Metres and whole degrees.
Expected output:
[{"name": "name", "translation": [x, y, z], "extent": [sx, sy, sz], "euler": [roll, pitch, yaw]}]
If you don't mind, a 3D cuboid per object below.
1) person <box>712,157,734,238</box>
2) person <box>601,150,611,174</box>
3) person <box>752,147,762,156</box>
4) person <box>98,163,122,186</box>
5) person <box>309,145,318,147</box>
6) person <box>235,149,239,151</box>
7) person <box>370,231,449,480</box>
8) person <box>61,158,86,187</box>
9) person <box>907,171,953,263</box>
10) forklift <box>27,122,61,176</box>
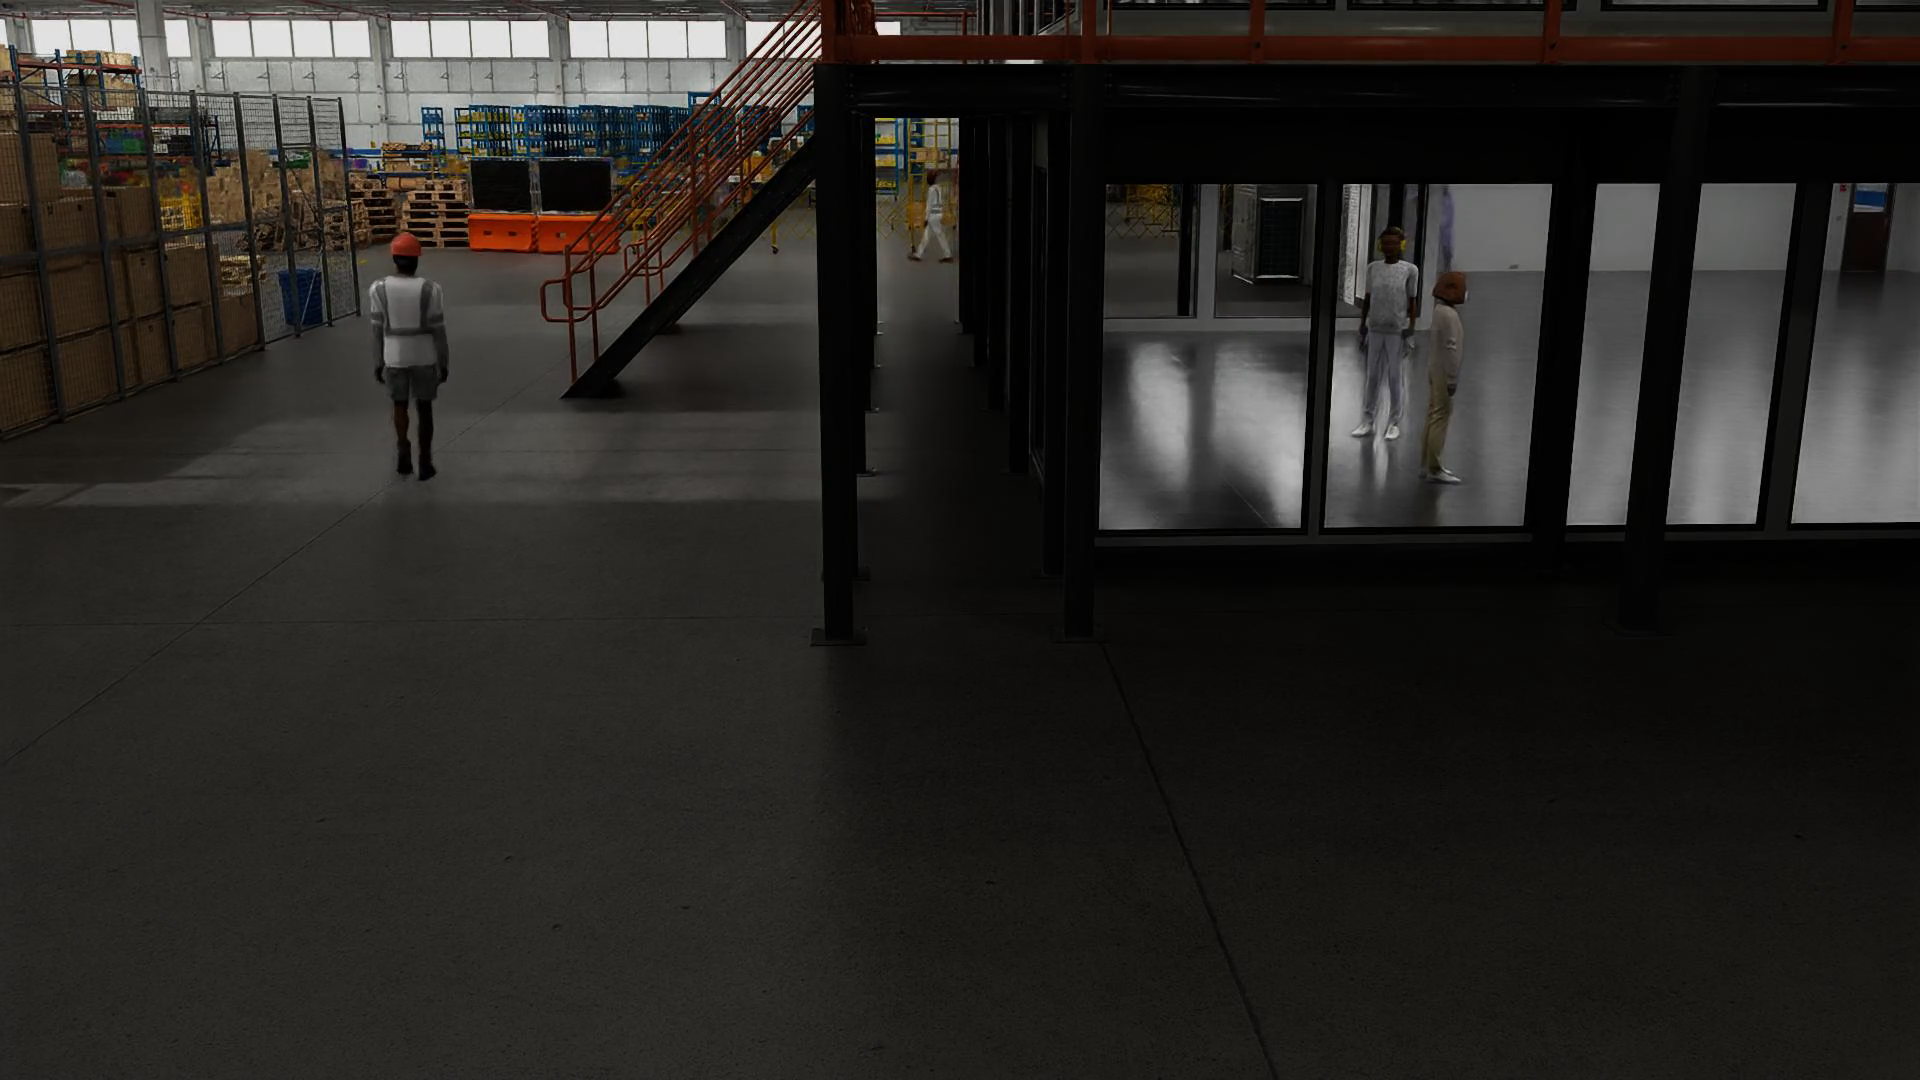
[{"name": "person", "translation": [-5.368, -7.575, 37.358], "extent": [0.591, 2.027, 0.607], "euler": [6, 15, 24]}, {"name": "person", "translation": [-13.532, -14.009, 63.595], "extent": [0.366, 1.751, 0.556], "euler": [-9, 17, -32]}, {"name": "person", "translation": [-9.267, -17.100, 75.810], "extent": [0.403, 1.827, 0.599], "euler": [12, 19, 40]}, {"name": "person", "translation": [-17.164, -6.571, 33.461], "extent": [0.948, 1.951, 0.649], "euler": [7, 15, 24]}, {"name": "person", "translation": [-36.351, -21.529, 93.523], "extent": [0.632, 1.831, 0.429], "euler": [-5, 15, -21]}, {"name": "person", "translation": [-33.653, -17.677, 77.935], "extent": [0.619, 1.931, 1.071], "euler": [-8, 16, -30]}, {"name": "person", "translation": [-4.259, -1.418, 12.928], "extent": [0.570, 1.924, 0.421], "euler": [-2, 14, -9]}, {"name": "person", "translation": [-24.542, -9.645, 46.043], "extent": [0.597, 1.818, 0.429], "euler": [-1, 14, -3]}, {"name": "person", "translation": [-0.570, -6.453, 33.263], "extent": [0.974, 1.829, 0.597], "euler": [2, 14, 8]}, {"name": "forklift", "translation": [-35.376, -14.773, 64.377], "extent": [1.129, 2.768, 1.873], "euler": [-1, 14, -2]}]
